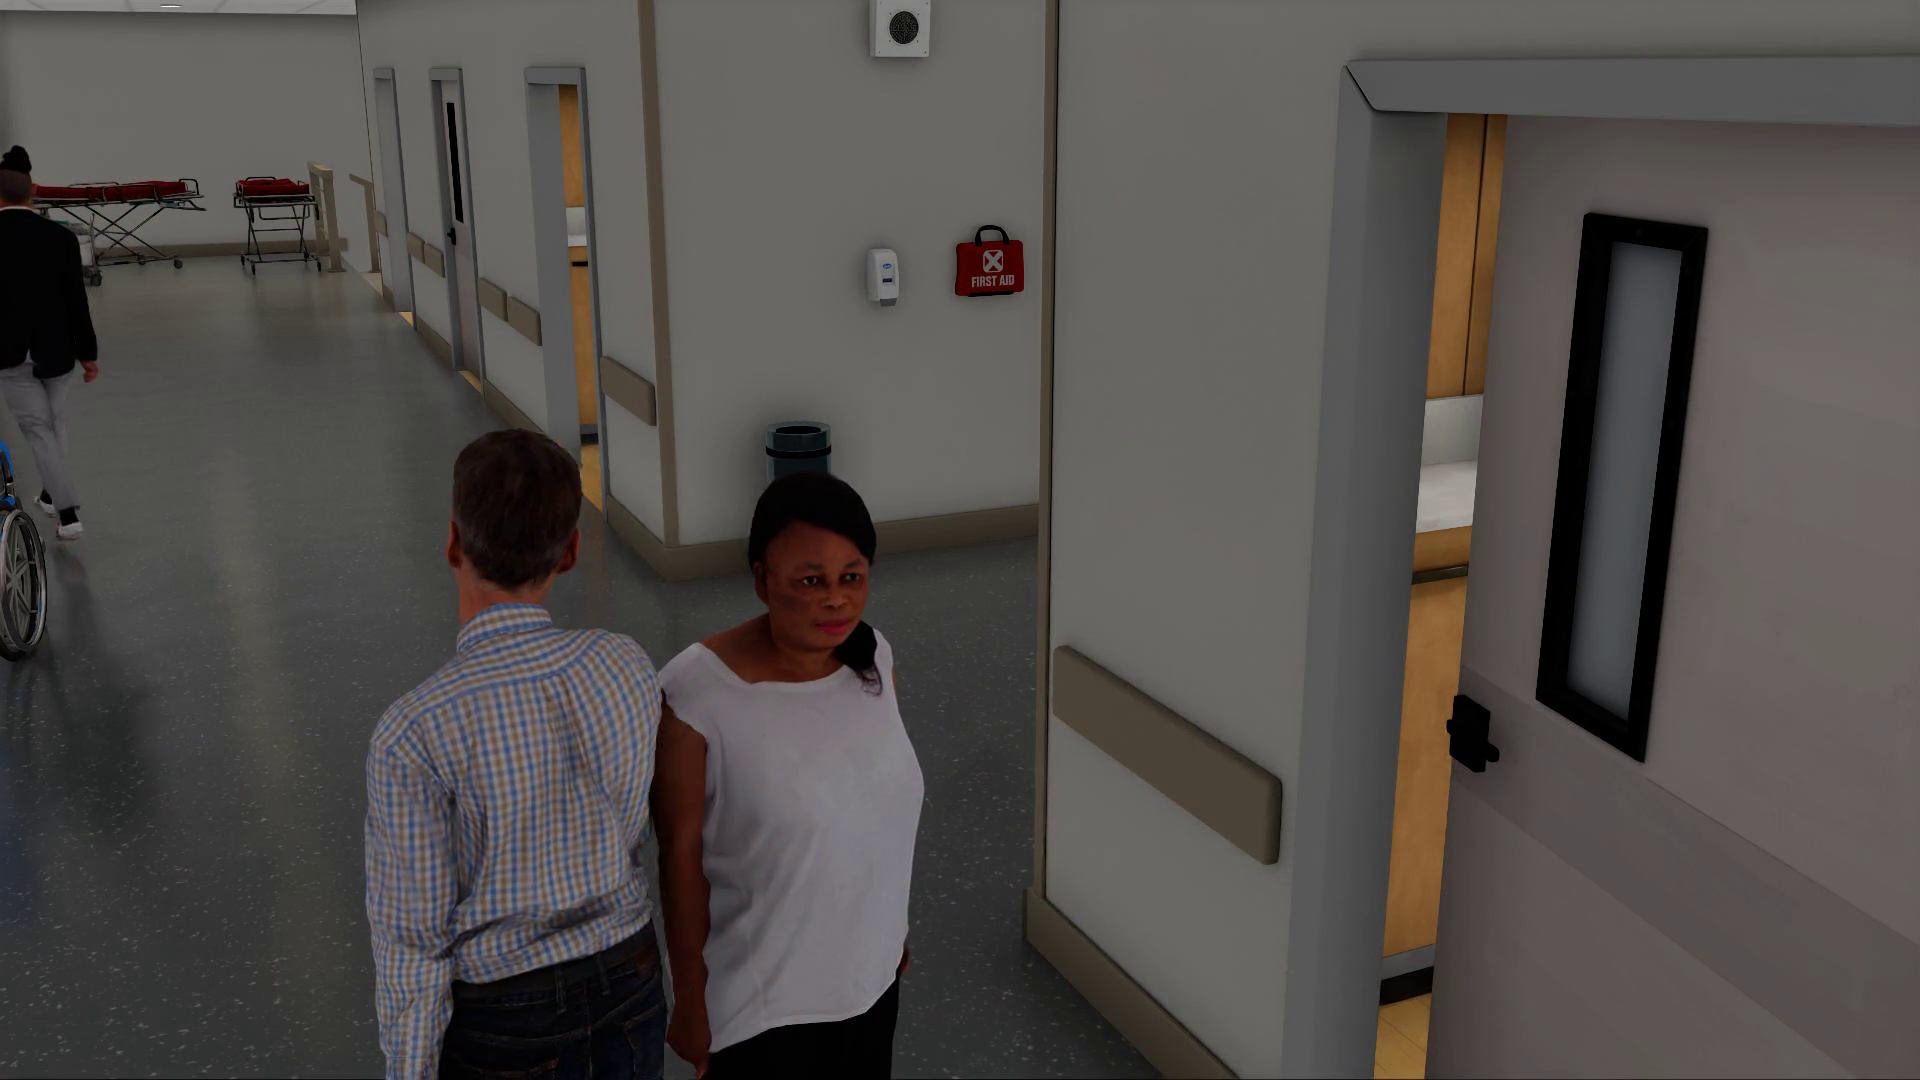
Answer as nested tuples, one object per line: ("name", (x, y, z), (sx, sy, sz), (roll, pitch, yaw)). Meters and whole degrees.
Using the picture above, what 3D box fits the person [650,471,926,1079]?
("person", (-0.259, 0.703, 2.817), (0.727, 1.687, 0.739), (15, 22, 43))

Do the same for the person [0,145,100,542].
("person", (-4.510, -0.902, 8.118), (0.957, 1.900, 1.311), (-13, 20, -39))

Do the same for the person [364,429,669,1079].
("person", (-0.562, 0.760, 2.439), (0.787, 1.782, 0.887), (-14, 21, -41))
